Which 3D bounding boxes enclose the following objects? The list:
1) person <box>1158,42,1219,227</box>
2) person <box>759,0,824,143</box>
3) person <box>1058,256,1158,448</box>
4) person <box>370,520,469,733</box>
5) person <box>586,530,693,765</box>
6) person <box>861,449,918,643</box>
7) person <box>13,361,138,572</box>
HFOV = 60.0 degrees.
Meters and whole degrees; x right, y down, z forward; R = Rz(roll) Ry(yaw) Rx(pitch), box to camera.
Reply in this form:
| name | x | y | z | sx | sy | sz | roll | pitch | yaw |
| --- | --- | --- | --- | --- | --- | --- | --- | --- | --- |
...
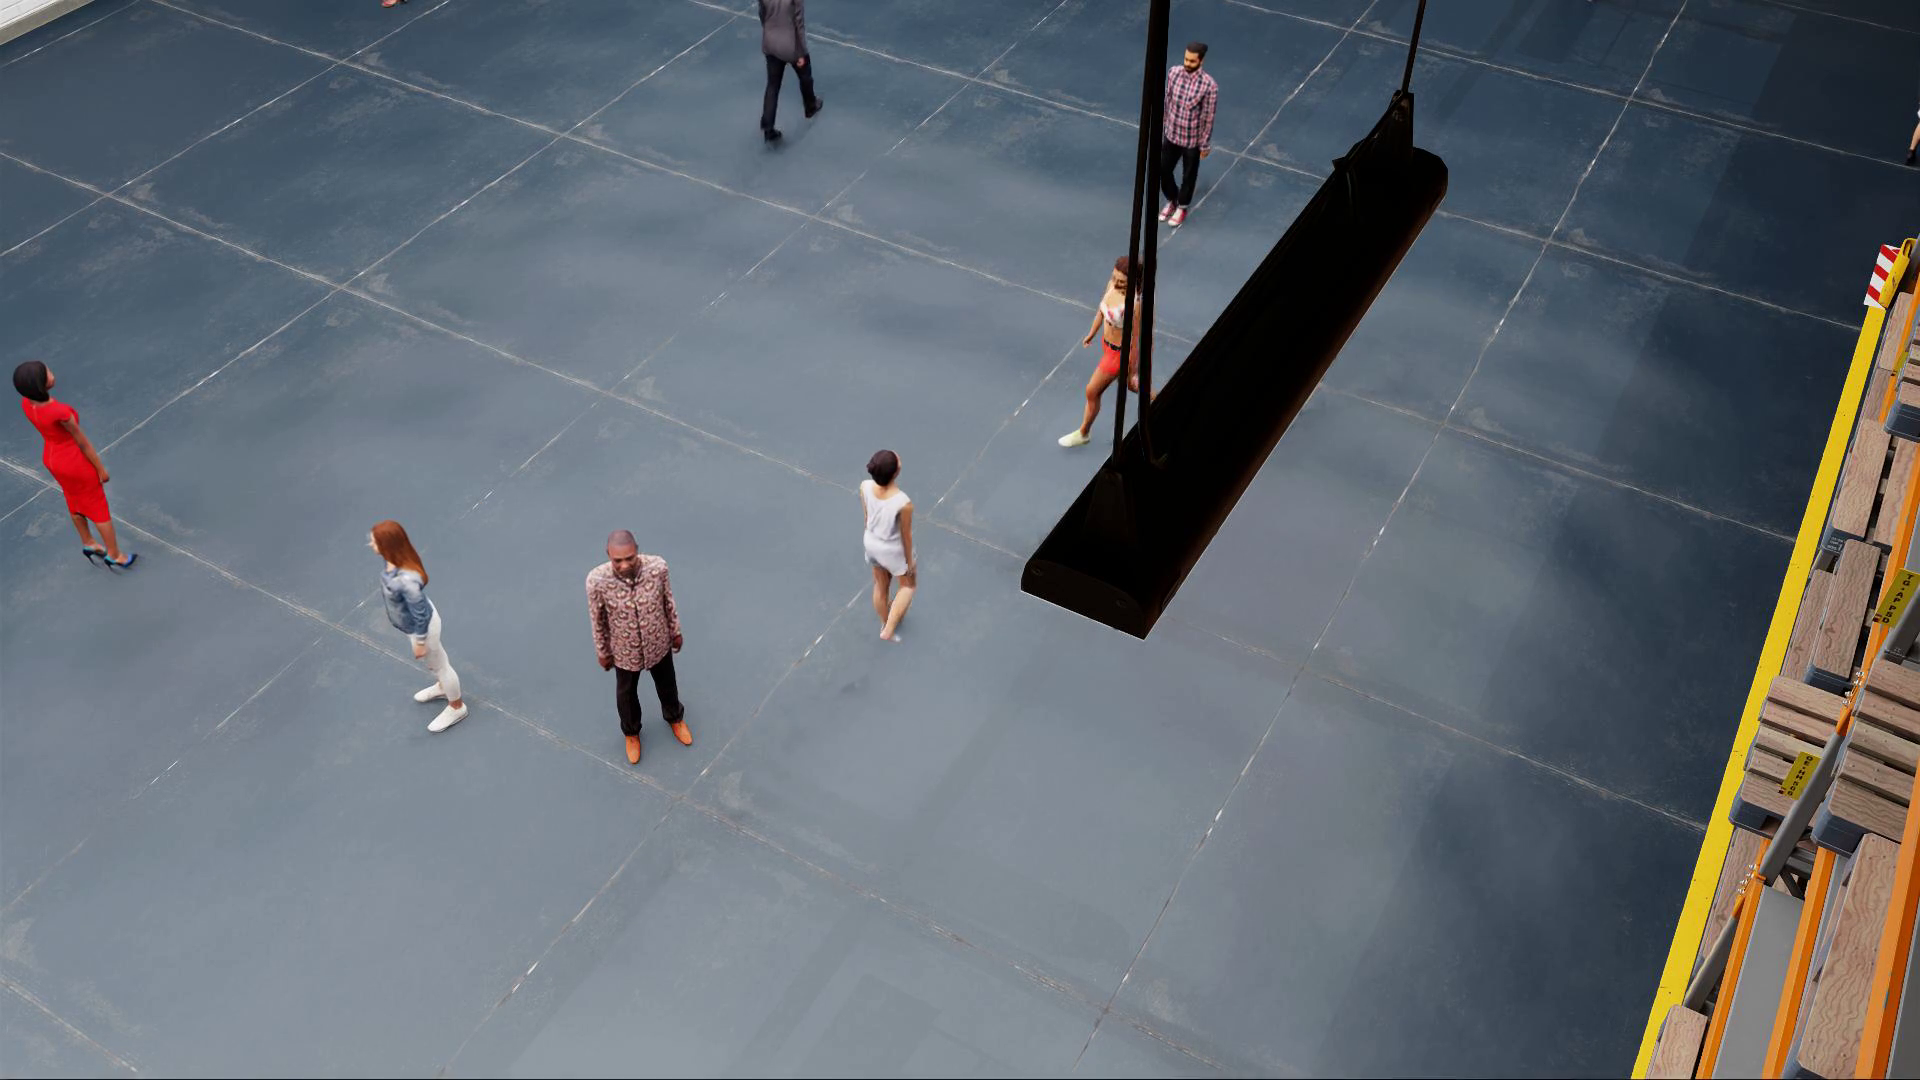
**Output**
| name | x | y | z | sx | sy | sz | roll | pitch | yaw |
| --- | --- | --- | --- | --- | --- | --- | --- | --- | --- |
| person | 2.031 | -3.634 | 14.769 | 0.710 | 1.752 | 0.600 | 23 | 48 | 22 |
| person | -1.705 | -4.644 | 15.806 | 0.828 | 1.784 | 1.243 | 16 | 46 | 17 |
| person | 1.265 | -1.414 | 12.444 | 1.166 | 1.745 | 1.122 | -7 | 44 | -8 |
| person | -3.391 | 0.507 | 10.458 | 0.690 | 1.703 | 0.688 | -21 | 47 | -20 |
| person | -1.982 | 0.613 | 10.270 | 0.743 | 1.808 | 0.841 | -17 | 46 | -17 |
| person | -0.516 | 0.090 | 10.970 | 0.551 | 1.599 | 0.617 | 23 | 48 | 22 |
| person | -6.135 | -0.502 | 11.491 | 0.573 | 1.738 | 0.541 | 18 | 47 | 18 |
